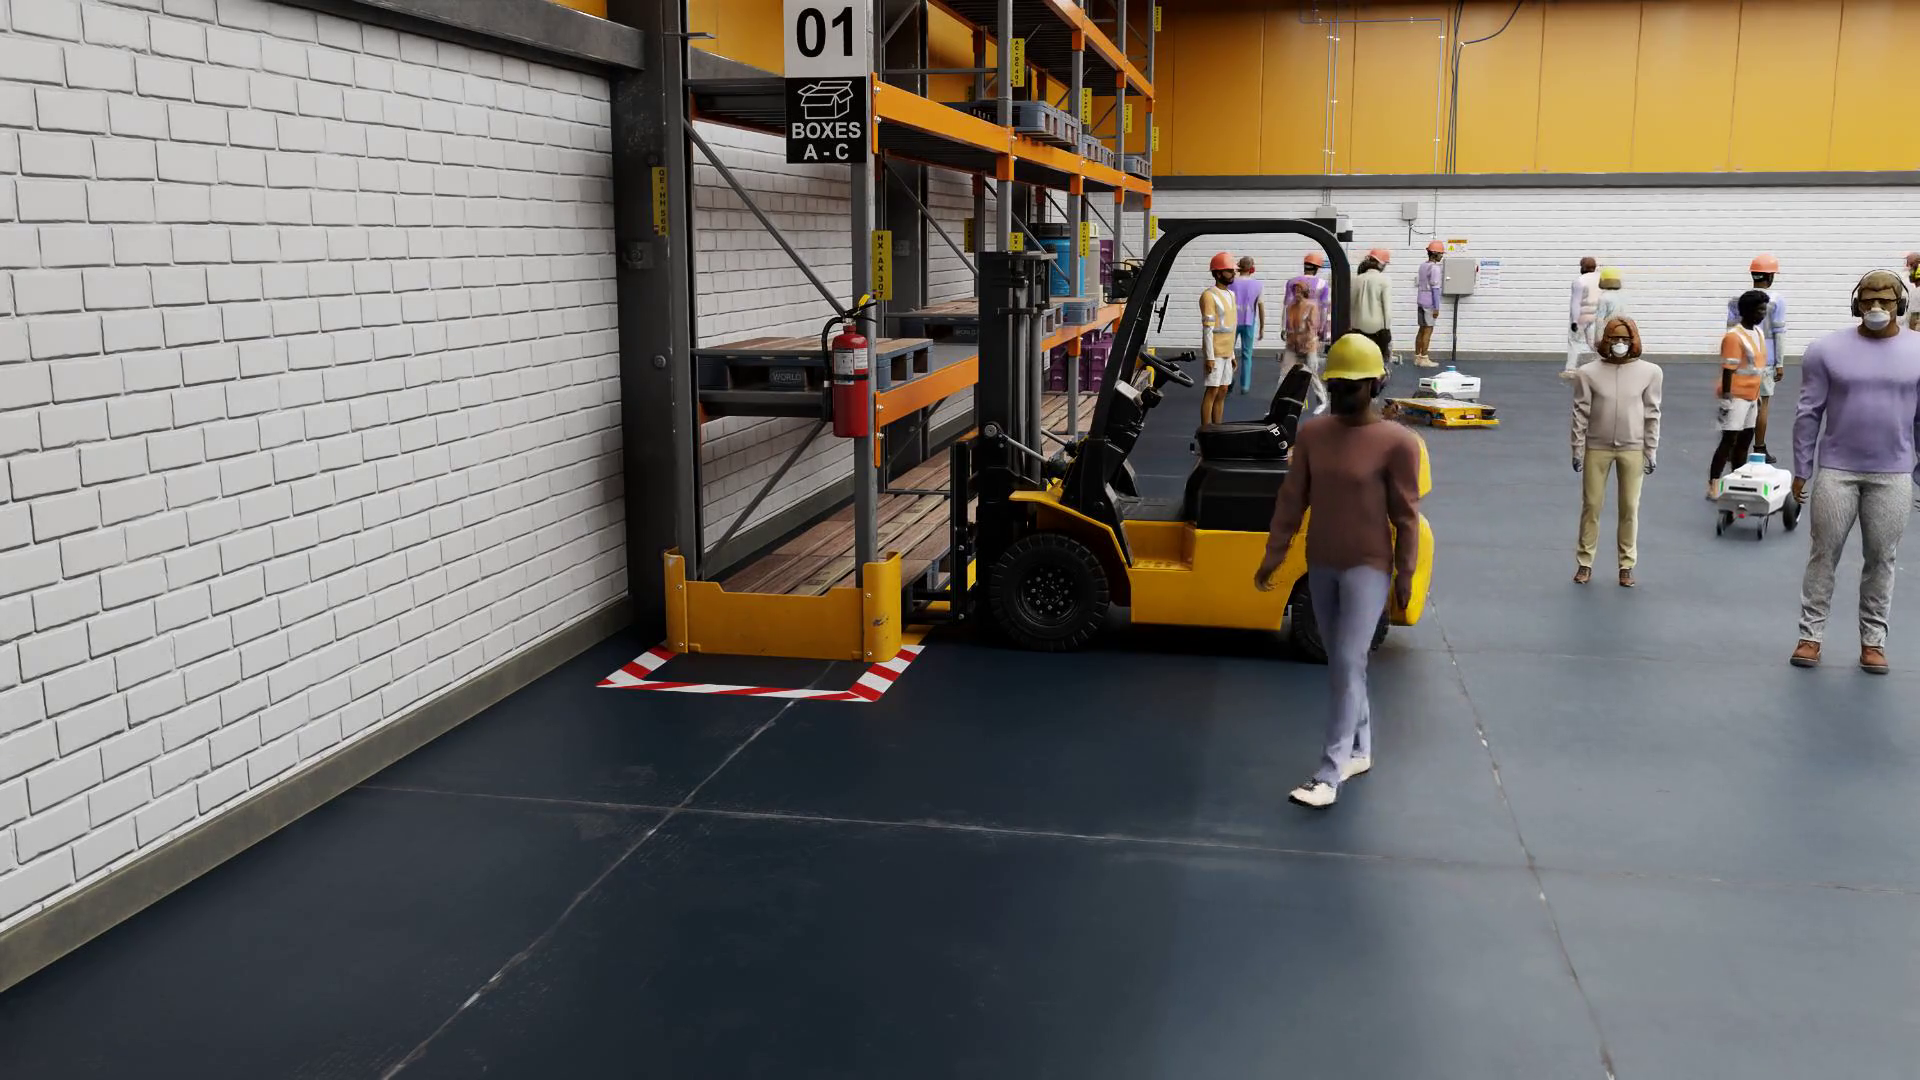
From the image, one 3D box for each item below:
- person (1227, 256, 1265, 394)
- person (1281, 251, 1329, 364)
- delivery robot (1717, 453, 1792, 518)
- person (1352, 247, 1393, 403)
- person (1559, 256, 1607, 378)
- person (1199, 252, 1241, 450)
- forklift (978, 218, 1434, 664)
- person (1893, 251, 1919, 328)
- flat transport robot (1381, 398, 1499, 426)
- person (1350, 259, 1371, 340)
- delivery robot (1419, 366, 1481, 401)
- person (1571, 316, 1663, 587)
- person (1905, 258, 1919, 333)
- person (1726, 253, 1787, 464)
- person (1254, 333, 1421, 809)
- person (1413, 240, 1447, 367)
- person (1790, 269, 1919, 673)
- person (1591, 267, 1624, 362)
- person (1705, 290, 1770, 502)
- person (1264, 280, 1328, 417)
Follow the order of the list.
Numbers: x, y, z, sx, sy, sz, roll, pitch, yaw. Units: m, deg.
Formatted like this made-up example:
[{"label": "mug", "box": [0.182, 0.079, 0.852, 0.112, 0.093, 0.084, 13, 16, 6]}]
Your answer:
[{"label": "person", "box": [3.725, -2.836, 22.055, 0.631, 1.832, 0.473, 2, 10, 10]}, {"label": "person", "box": [4.432, -2.737, 21.328, 0.561, 1.900, 0.792, 4, 11, 19]}, {"label": "delivery robot", "box": [5.647, -0.373, 11.811, 0.477, 0.478, 0.707, 8, 13, 38]}, {"label": "person", "box": [5.084, -2.644, 20.658, 0.536, 1.957, 0.738, -9, 14, -41]}, {"label": "person", "box": [9.227, -3.252, 24.405, 0.635, 1.814, 0.849, -4, 11, -21]}, {"label": "person", "box": [2.553, -1.836, 16.284, 0.347, 1.943, 0.545, 7, 13, 34]}, {"label": "forklift", "box": [1.285, -0.567, 8.635, 2.313, 2.155, 1.214, 2, 11, 11]}, {"label": "person", "box": [13.215, -3.050, 23.106, 0.629, 1.888, 0.666, -10, 14, -43]}, {"label": "flat transport robot", "box": [5.405, -1.457, 18.789, 0.652, 0.197, 1.431, -3, 11, -15]}, {"label": "person", "box": [5.029, -2.583, 20.745, 0.642, 1.819, 0.709, 1, 10, 4]}, {"label": "delivery robot", "box": [5.827, -1.825, 19.772, 0.707, 0.478, 0.477, -4, 11, -21]}, {"label": "person", "box": [3.929, -0.530, 9.997, 0.493, 1.624, 0.280, 3, 11, 17]}, {"label": "person", "box": [10.858, -2.242, 18.786, 0.525, 1.844, 0.635, -9, 14, -41]}, {"label": "person", "box": [7.363, -1.671, 15.389, 0.361, 1.938, 0.545, -8, 13, -38]}, {"label": "person", "box": [1.365, 0.117, 6.158, 0.759, 1.738, 0.533, -9, 14, -40]}, {"label": "person", "box": [7.580, -3.790, 26.770, 0.423, 2.032, 0.610, -1, 10, -8]}, {"label": "person", "box": [4.350, -0.326, 8.012, 0.635, 1.937, 0.353, 5, 11, 25]}, {"label": "person", "box": [8.058, -2.514, 20.590, 0.489, 1.726, 0.585, -8, 13, -37]}, {"label": "person", "box": [6.185, -1.132, 13.149, 0.544, 1.678, 0.367, -9, 14, -41]}, {"label": "person", "box": [4.003, -2.243, 19.456, 0.863, 1.595, 0.515, -8, 13, -38]}]
